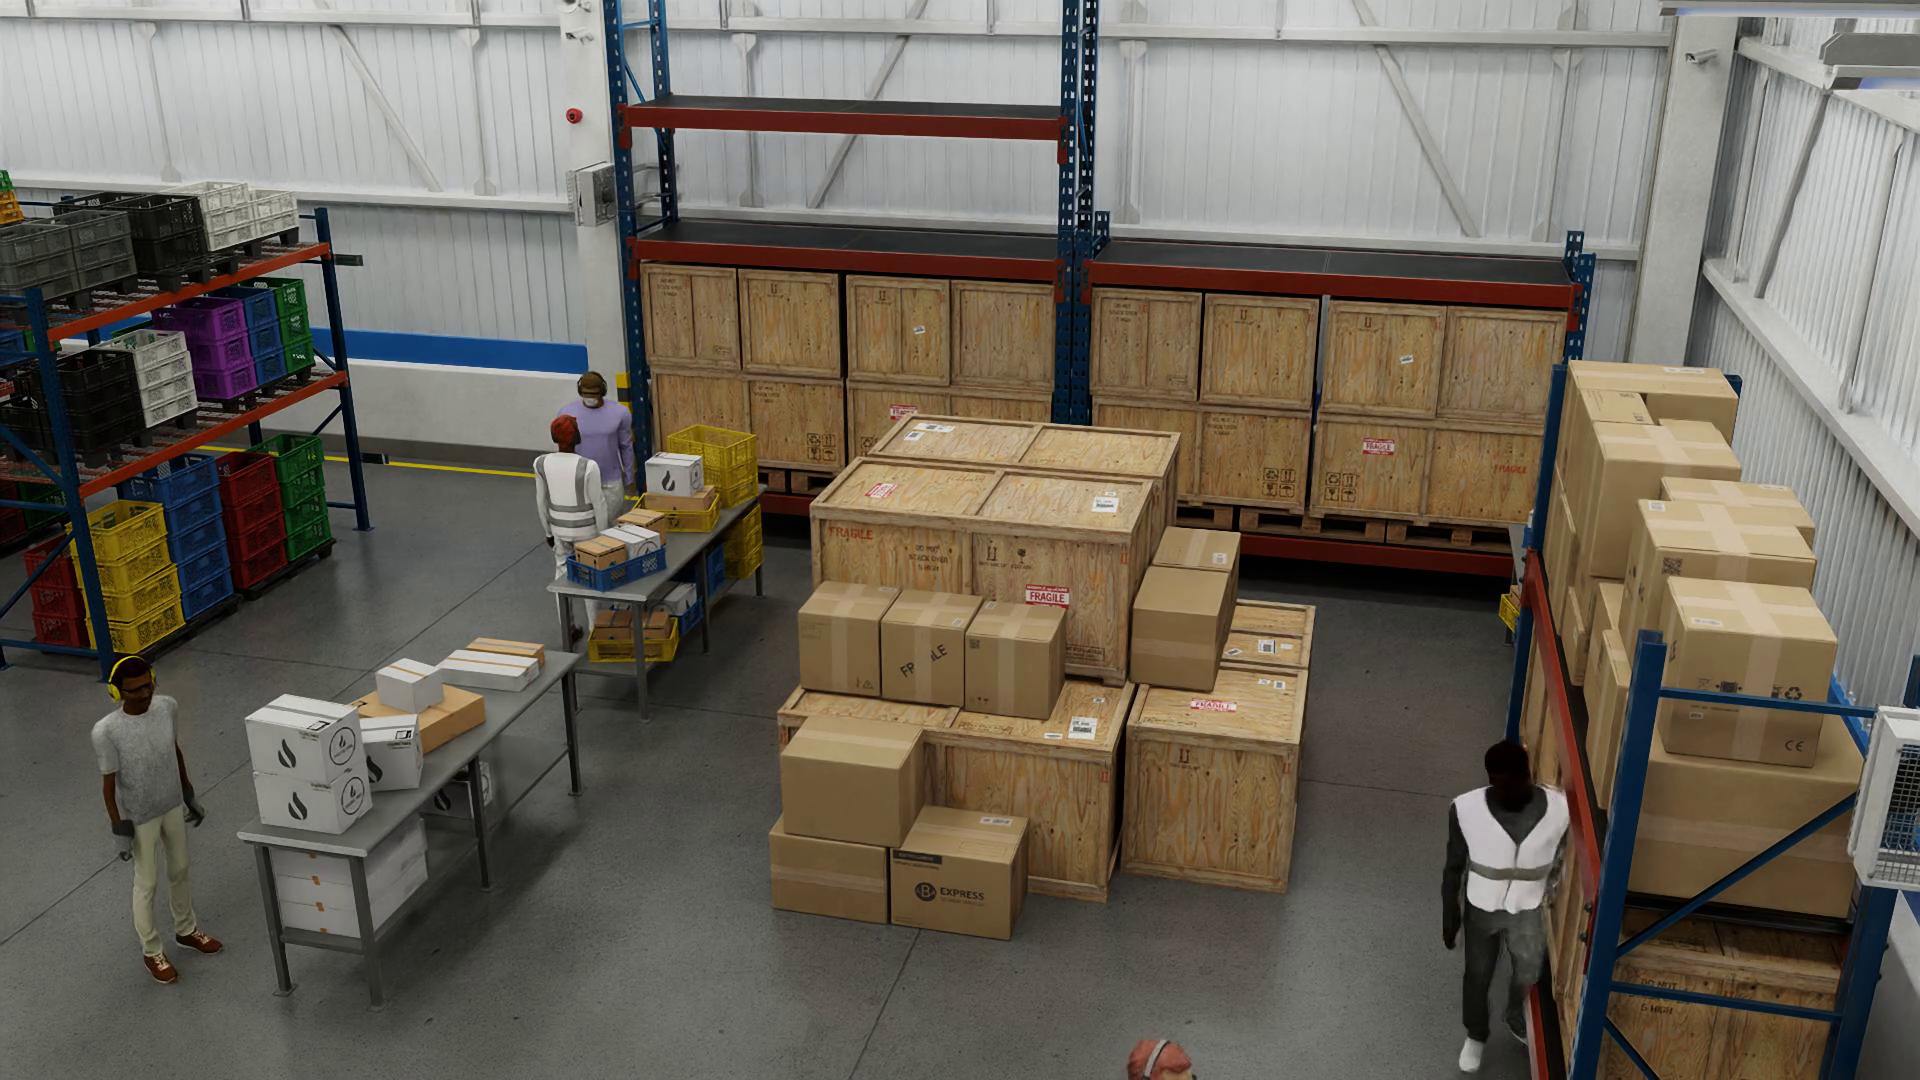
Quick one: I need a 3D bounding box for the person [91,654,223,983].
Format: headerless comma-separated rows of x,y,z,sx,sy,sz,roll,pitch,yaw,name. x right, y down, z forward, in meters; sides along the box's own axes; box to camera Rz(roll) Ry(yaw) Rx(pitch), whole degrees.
-4.327,1.466,8.951,0.309,1.868,0.534,10,23,25,person

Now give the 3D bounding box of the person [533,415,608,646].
-2.983,-0.058,12.923,0.575,1.880,0.355,6,22,15,person

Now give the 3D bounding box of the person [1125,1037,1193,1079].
0.662,2.590,5.975,0.399,1.900,0.652,15,25,34,person

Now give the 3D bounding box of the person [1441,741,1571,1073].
2.652,1.781,8.122,0.652,1.872,0.451,1,21,2,person

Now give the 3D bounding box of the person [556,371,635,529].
-3.043,-0.499,14.006,0.627,1.933,0.373,-5,21,-13,person
